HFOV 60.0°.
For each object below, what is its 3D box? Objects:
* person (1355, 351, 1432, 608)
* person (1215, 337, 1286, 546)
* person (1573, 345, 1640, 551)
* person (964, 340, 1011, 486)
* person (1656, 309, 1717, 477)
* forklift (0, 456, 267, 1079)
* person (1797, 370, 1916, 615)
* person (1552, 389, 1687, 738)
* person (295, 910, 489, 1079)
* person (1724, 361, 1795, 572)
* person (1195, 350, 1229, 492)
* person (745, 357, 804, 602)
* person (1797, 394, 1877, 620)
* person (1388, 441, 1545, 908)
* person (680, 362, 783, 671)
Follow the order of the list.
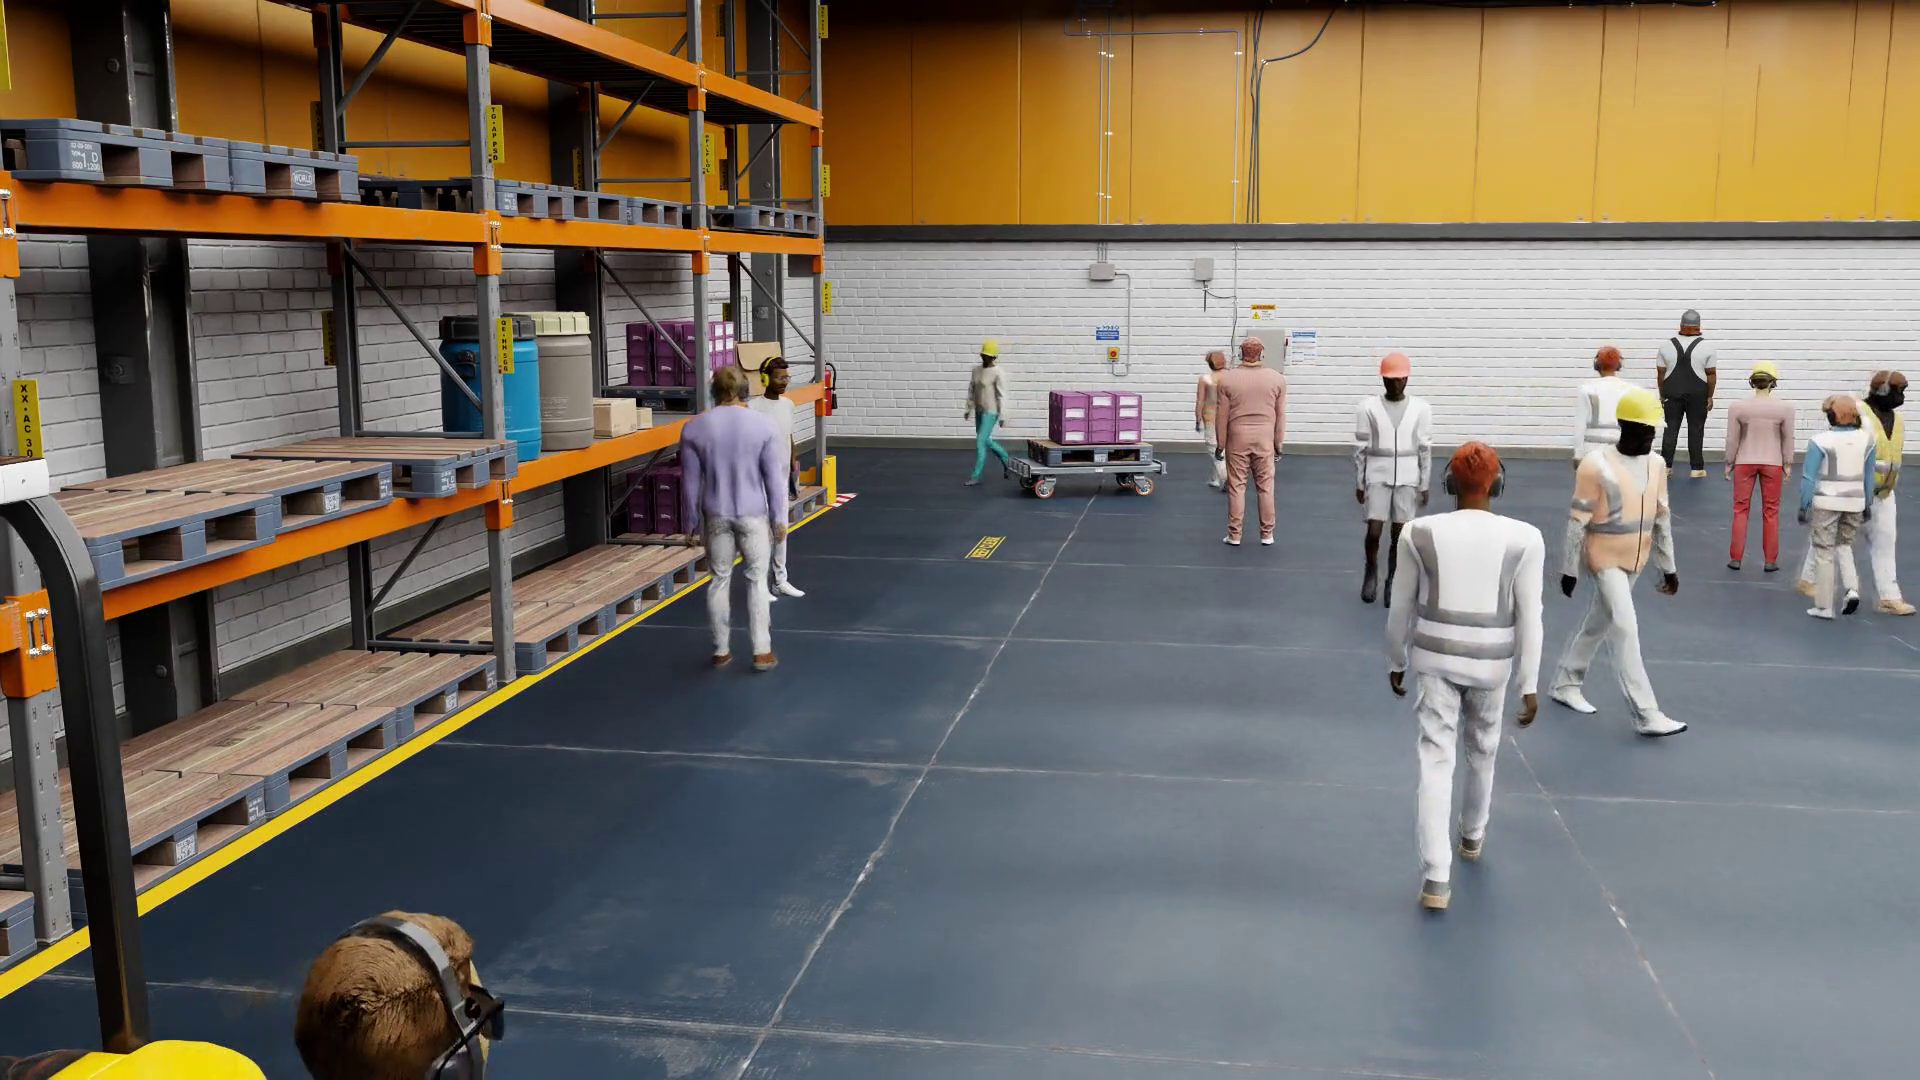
[{"bbox_3d":[3.212,-0.440,12.342,0.544,1.922,0.408,1,9,7],"label":"person"},{"bbox_3d":[2.635,-0.892,15.161,0.643,1.909,0.399,0,9,1],"label":"person"},{"bbox_3d":[5.663,-0.764,14.534,0.580,1.864,0.721,0,9,-1],"label":"person"},{"bbox_3d":[0.363,-1.503,19.527,0.761,1.710,0.580,-7,12,-37],"label":"person"},{"bbox_3d":[8.863,-1.787,20.271,0.683,2.000,0.537,7,11,36],"label":"person"},{"bbox_3d":[-2.328,0.975,2.765,2.313,2.155,1.214,1,9,9],"label":"forklift"},{"bbox_3d":[6.728,-0.378,12.403,0.630,1.781,0.998,-3,10,-15],"label":"person"},{"bbox_3d":[3.658,0.107,9.134,0.594,1.862,1.005,-5,10,-28],"label":"person"},{"bbox_3d":[-0.623,1.316,1.934,0.525,1.795,1.010,4,10,26],"label":"person"},{"bbox_3d":[6.667,-0.612,13.895,0.523,1.760,0.327,5,10,26],"label":"person"},{"bbox_3d":[2.960,-1.358,18.986,0.522,1.615,0.748,-4,10,-21],"label":"person"},{"bbox_3d":[-1.424,-0.461,12.657,0.322,1.861,0.515,7,12,38],"label":"person"},{"bbox_3d":[6.267,-0.231,11.923,0.531,1.623,0.368,-1,9,-4],"label":"person"},{"bbox_3d":[2.042,0.512,6.769,0.597,1.826,1.025,3,10,17],"label":"person"},{"bbox_3d":[-1.415,-0.140,10.429,0.633,1.940,0.364,0,9,2],"label":"person"}]
